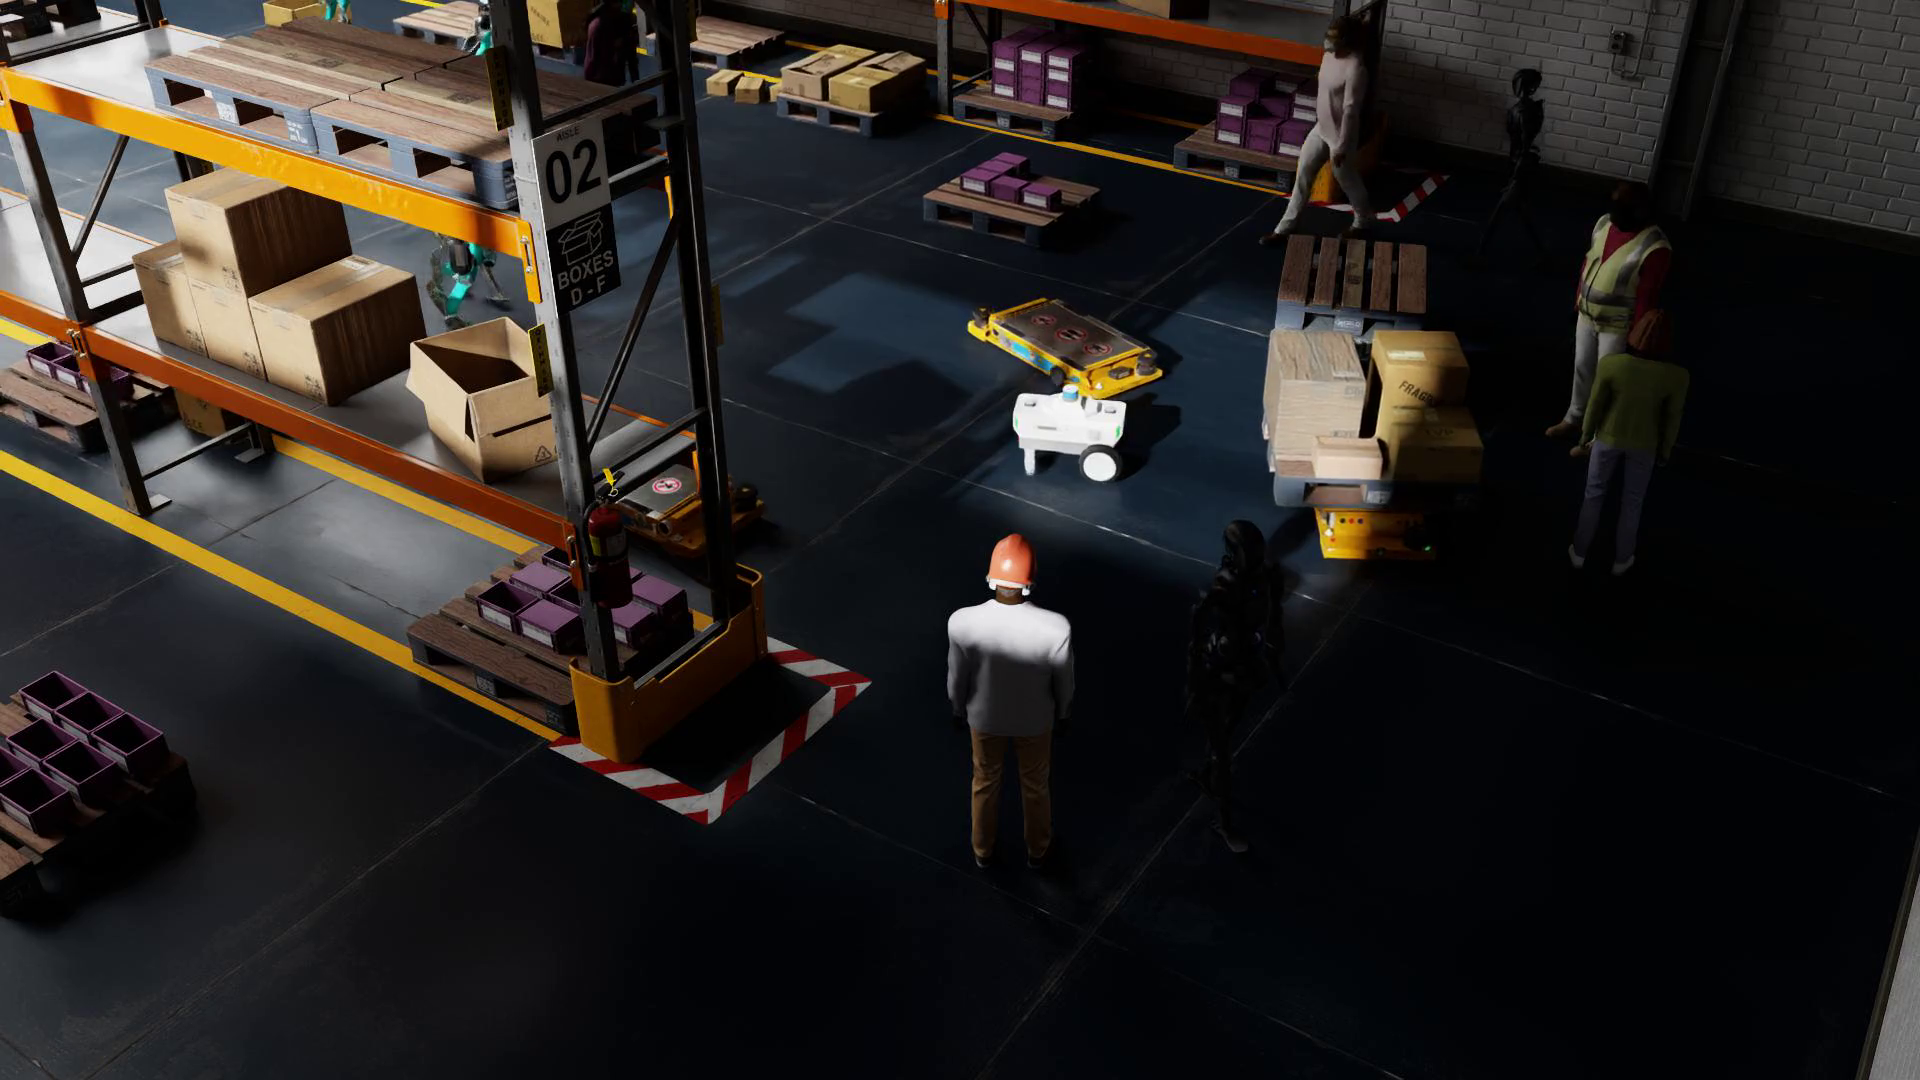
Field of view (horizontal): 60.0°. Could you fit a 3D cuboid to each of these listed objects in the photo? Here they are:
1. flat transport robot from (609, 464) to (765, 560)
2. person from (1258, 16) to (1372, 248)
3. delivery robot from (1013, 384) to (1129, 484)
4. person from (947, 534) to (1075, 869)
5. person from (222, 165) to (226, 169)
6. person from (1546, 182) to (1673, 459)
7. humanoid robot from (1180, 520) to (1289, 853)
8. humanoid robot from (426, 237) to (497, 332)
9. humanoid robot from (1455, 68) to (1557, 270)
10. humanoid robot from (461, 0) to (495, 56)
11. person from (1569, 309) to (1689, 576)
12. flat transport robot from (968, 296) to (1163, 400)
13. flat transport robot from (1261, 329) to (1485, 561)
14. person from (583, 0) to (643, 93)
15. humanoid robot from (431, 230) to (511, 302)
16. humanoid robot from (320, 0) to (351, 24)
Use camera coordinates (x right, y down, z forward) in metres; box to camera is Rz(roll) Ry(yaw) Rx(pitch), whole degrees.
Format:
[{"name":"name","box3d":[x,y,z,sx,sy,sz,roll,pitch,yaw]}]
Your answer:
[{"name":"flat transport robot","box3d":[-1.977,-0.309,10.347,1.431,0.231,0.659,20,38,28]},{"name":"person","box3d":[3.014,-3.275,13.427,1.002,1.888,0.642,-10,34,-15]},{"name":"delivery robot","box3d":[0.738,-0.699,10.703,0.785,0.613,0.514,6,33,9]},{"name":"person","box3d":[0.226,0.735,7.380,0.562,1.752,0.325,3,33,5]},{"name":"person","box3d":[-5.186,-2.580,12.392,0.511,1.847,0.337,-3,33,-5]},{"name":"person","box3d":[4.134,-1.406,10.606,0.430,1.833,0.629,-11,35,-17]},{"name":"humanoid robot","box3d":[1.290,0.641,7.614,0.589,1.638,0.694,-20,38,-28]},{"name":"humanoid robot","box3d":[-3.572,-2.020,11.646,0.800,1.775,0.547,6,34,10]},{"name":"humanoid robot","box3d":[4.423,-2.886,13.071,0.798,1.627,0.613,7,34,11]},{"name":"humanoid robot","box3d":[-4.578,-4.736,15.816,0.811,1.782,0.600,-27,42,-35]},{"name":"person","box3d":[3.788,-0.549,9.463,0.504,1.632,0.267,13,35,20]},{"name":"flat transport robot","box3d":[0.746,-1.418,12.053,0.659,0.231,1.431,-22,39,-30]},{"name":"flat transport robot","box3d":[2.520,-0.335,10.388,0.659,0.231,1.431,2,33,3]},{"name":"person","box3d":[-3.099,-4.055,14.649,1.067,1.868,0.501,14,36,21]},{"name":"humanoid robot","box3d":[-3.808,-2.643,12.587,0.557,1.742,0.968,-24,40,-33]},{"name":"humanoid robot","box3d":[-6.652,-5.835,17.594,0.757,1.896,0.545,27,42,35]}]
